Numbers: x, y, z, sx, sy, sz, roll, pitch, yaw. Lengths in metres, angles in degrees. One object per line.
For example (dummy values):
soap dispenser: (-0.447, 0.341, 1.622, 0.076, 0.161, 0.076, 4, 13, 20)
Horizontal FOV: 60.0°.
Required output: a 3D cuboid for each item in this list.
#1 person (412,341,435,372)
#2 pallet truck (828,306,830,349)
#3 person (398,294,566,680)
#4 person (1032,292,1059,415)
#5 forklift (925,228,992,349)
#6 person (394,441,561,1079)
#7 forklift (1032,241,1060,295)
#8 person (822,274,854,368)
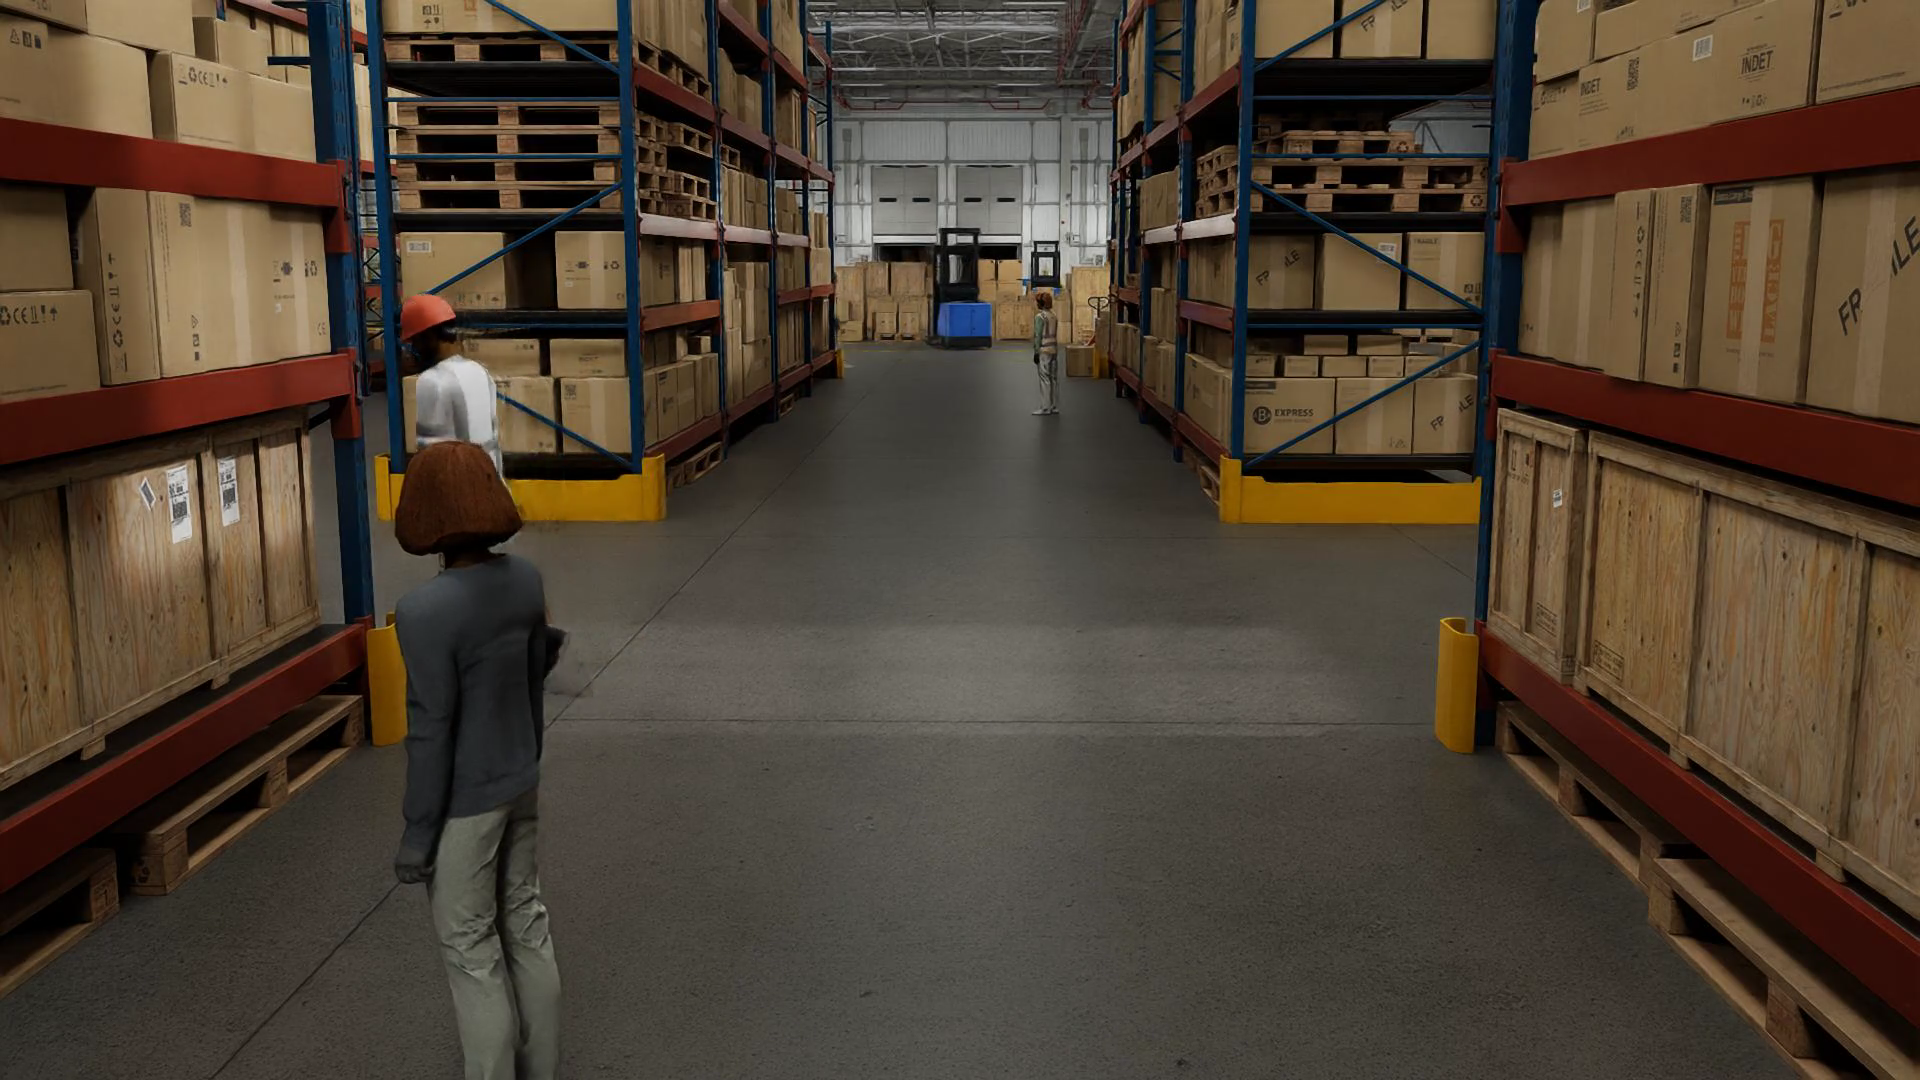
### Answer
person: (-6.145, -2.150, 19.436, 0.622, 1.876, 0.719, 3, 10, 16)
pallet truck: (-3.100, -3.940, 29.800, 1.885, 1.965, 0.823, 3, 10, 19)
person: (-2.267, -0.220, 7.888, 0.778, 1.885, 0.551, 2, 10, 9)
person: (1.142, -2.473, 22.123, 0.318, 1.630, 0.513, 6, 11, 31)
forklift: (-0.022, -5.940, 39.141, 1.129, 2.768, 1.873, -3, 10, -18)
person: (-1.092, 0.592, 3.741, 0.271, 1.632, 0.508, 3, 10, 16)
forklift: (3.177, -9.688, 61.592, 1.129, 2.768, 1.873, 0, 9, 1)
person: (-2.531, -4.217, 31.991, 0.945, 1.828, 0.538, 2, 10, 11)
